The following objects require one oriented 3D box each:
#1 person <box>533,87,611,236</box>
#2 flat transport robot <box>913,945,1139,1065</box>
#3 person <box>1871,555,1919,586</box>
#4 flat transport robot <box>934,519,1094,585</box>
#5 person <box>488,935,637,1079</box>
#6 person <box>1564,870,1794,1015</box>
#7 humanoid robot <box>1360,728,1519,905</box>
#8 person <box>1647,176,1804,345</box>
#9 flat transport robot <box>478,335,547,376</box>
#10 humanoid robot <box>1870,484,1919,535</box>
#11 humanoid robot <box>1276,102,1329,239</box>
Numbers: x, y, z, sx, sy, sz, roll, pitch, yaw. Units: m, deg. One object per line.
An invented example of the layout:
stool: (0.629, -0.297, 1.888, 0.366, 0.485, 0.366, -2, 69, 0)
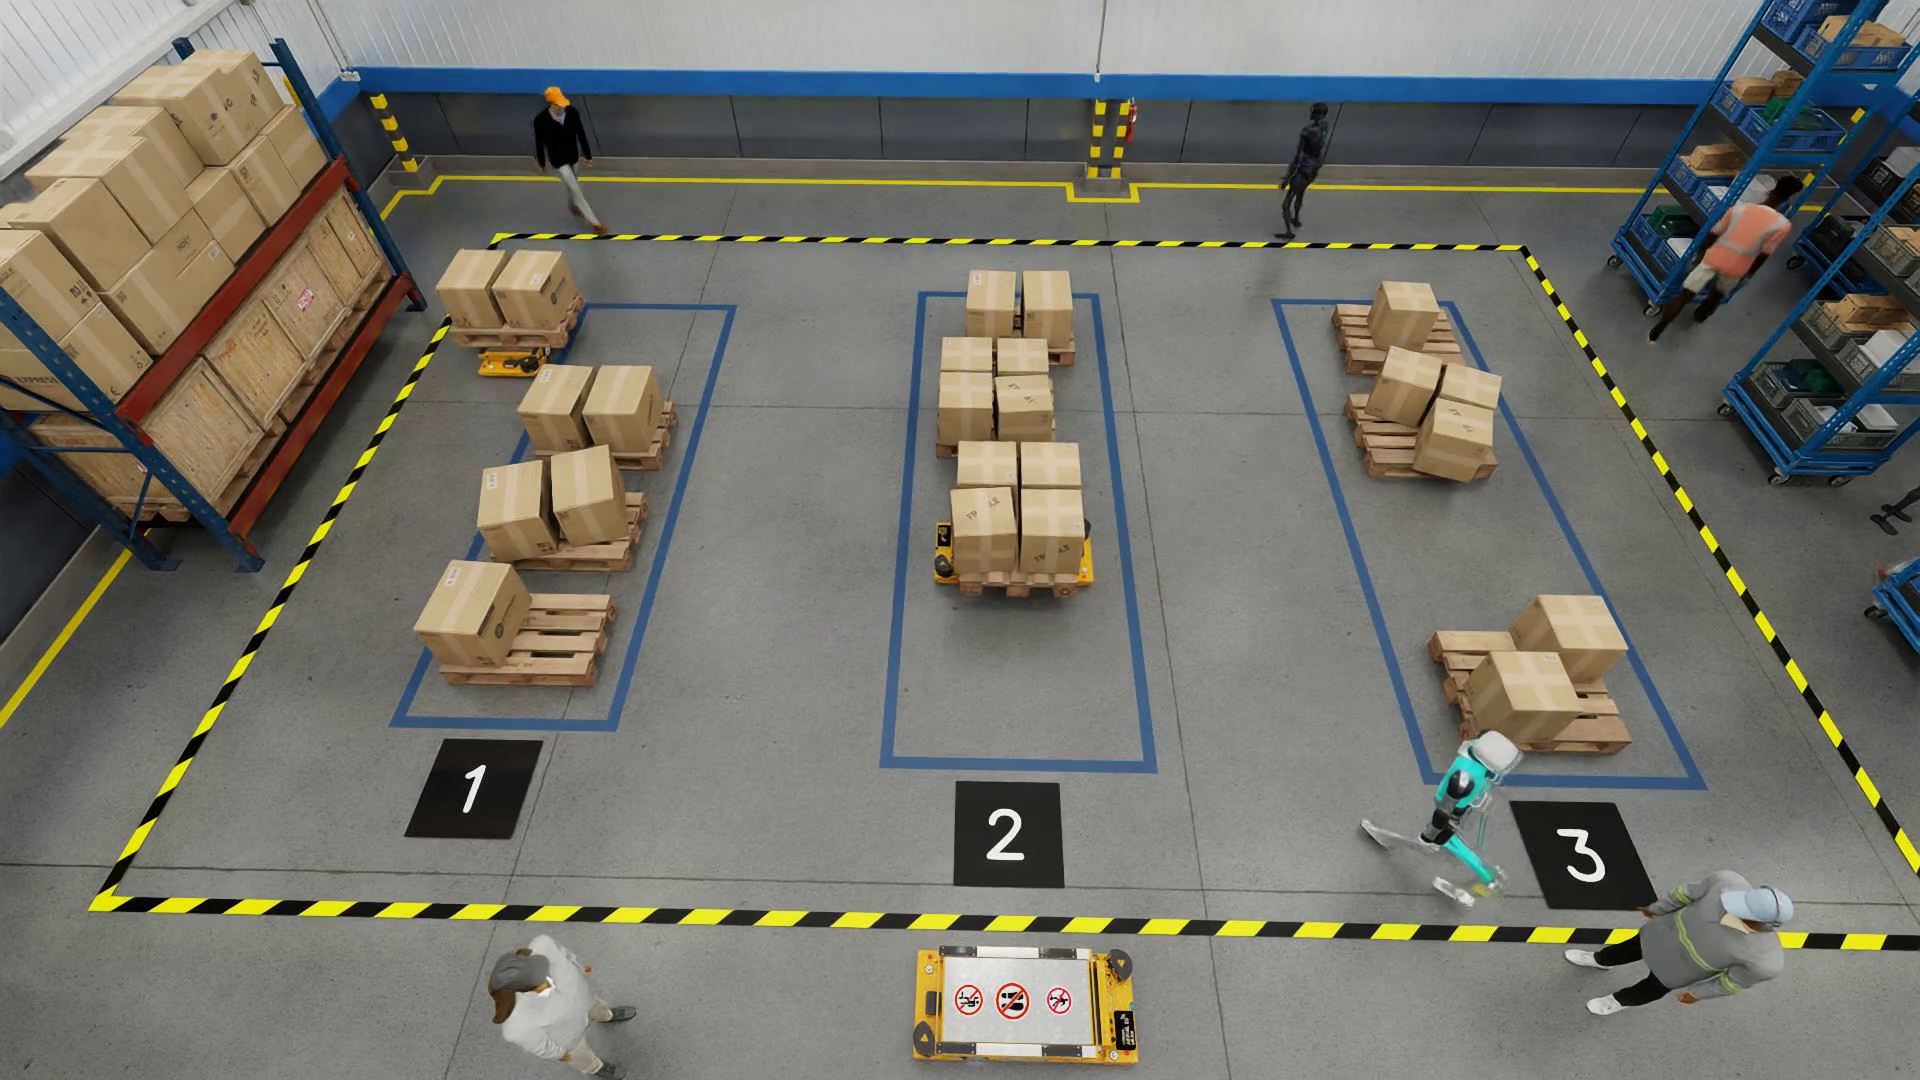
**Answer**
person: (-4.897, -4.745, 11.367, 1.011, 1.810, 0.609, 32, 58, 23)
flat transport robot: (0.422, 3.041, 6.007, 1.431, 0.231, 0.659, 1, 51, 1)
person: (8.616, -0.041, 7.466, 0.565, 1.907, 0.839, -25, 55, -19)
flat transport robot: (0.490, 0.087, 8.397, 1.431, 0.197, 0.652, 1, 51, 1)
person: (-2.302, 2.719, 5.300, 0.396, 1.769, 0.565, -1, 51, -1)
person: (4.294, 2.438, 5.480, 0.404, 1.847, 0.587, 1, 51, 1)
humanoid robot: (3.370, 1.917, 6.008, 1.040, 1.766, 0.538, 36, 59, 26)
person: (8.304, -3.013, 9.915, 1.126, 1.858, 0.616, -32, 58, -24)
flat transport robot: (-4.926, -2.398, 10.423, 0.652, 0.197, 1.431, 1, 51, 1)
humanoid robot: (8.957, -0.711, 8.148, 0.599, 1.655, 0.315, -24, 55, -18)
humanoid robot: (4.256, -4.545, 11.281, 0.584, 1.635, 0.397, -37, 60, -26)
